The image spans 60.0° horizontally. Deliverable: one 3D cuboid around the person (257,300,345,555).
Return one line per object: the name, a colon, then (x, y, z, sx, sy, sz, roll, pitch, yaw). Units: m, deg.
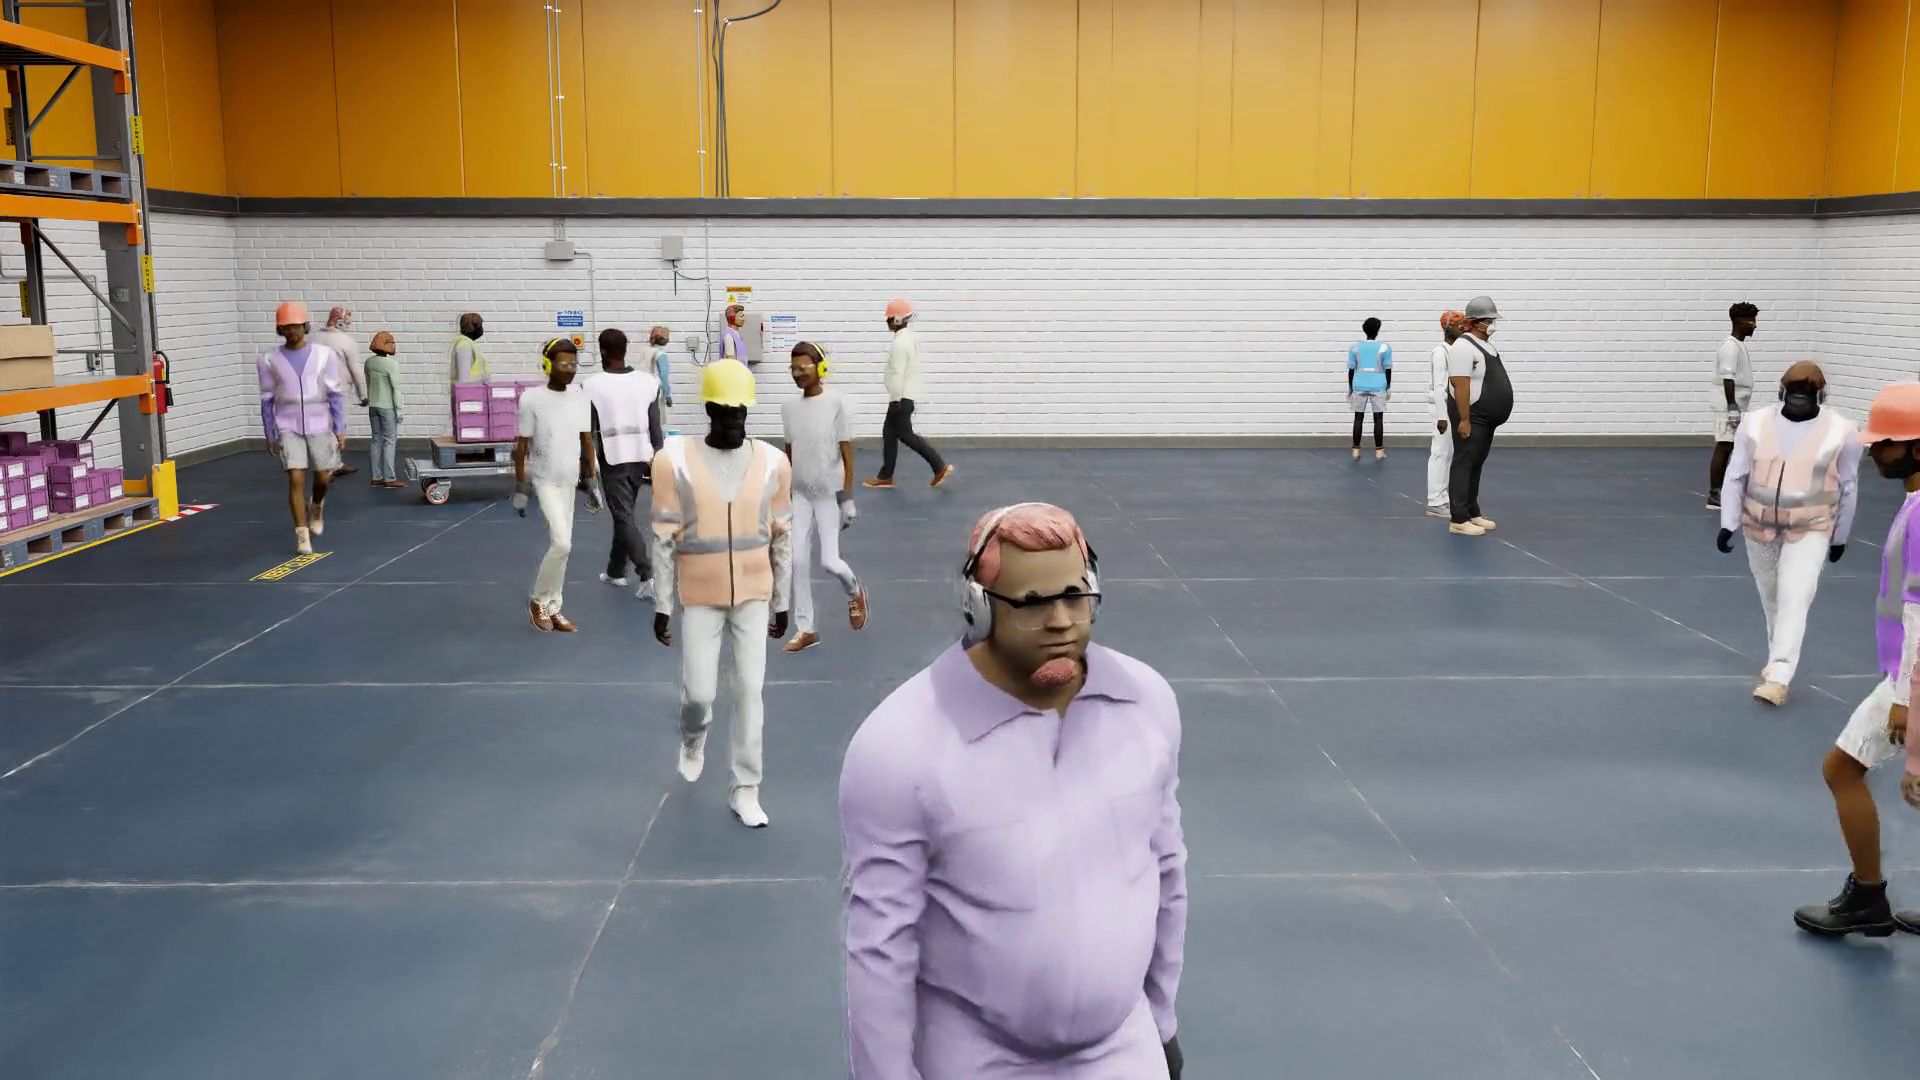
person: (-5.296, -0.917, 13.381, 0.615, 2.025, 0.716, -4, 10, -25)

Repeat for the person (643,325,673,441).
person: (-3.506, -1.678, 19.275, 0.358, 1.617, 0.537, -5, 11, -30)

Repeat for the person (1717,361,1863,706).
person: (4.413, -0.057, 8.861, 0.618, 1.792, 1.019, 9, 13, 43)

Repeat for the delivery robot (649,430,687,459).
delivery robot: (-3.031, -0.928, 17.659, 0.707, 0.478, 0.477, 1, 9, 5)

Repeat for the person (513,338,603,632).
person: (-2.503, -0.323, 10.330, 0.468, 1.845, 0.488, 7, 11, 36)

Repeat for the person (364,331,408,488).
person: (-5.973, -1.350, 17.268, 0.494, 1.624, 0.280, 5, 11, 30)

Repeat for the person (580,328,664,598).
person: (-2.340, -0.543, 11.595, 0.594, 1.872, 0.988, -8, 12, -40)

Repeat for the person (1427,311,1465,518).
person: (4.482, -1.153, 15.270, 0.355, 1.882, 0.576, 5, 11, 29)

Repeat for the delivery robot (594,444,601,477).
delivery robot: (-3.658, -0.860, 17.242, 0.707, 0.478, 0.477, -2, 9, -15)

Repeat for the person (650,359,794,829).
person: (-0.984, 0.200, 6.881, 0.609, 1.911, 0.623, -3, 10, -20)

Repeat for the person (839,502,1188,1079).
person: (0.128, 0.871, 2.832, 0.668, 1.887, 0.441, -4, 10, -24)

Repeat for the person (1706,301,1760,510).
person: (7.291, -1.265, 15.723, 0.368, 1.963, 0.609, 6, 11, 32)

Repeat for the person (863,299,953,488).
person: (-0.529, -1.489, 17.084, 0.895, 1.968, 0.622, 1, 9, 7)

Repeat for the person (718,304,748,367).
person: (-2.692, -1.864, 19.738, 0.390, 1.846, 0.565, -1, 9, -5)

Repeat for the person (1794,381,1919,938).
person: (3.122, 0.431, 5.502, 0.731, 1.897, 0.587, 6, 11, 34)

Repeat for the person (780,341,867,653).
person: (-0.819, -0.271, 9.969, 0.530, 1.850, 0.635, 4, 10, 25)

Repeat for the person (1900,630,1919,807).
person: (2.992, 0.646, 4.708, 0.540, 1.738, 0.751, 4, 10, 22)

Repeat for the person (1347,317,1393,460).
person: (4.877, -1.798, 19.788, 0.539, 1.695, 0.318, 4, 10, 25)

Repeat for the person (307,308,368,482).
person: (-6.662, -1.547, 17.799, 0.697, 1.850, 0.718, 4, 10, 24)

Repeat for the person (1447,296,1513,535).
person: (4.471, -1.074, 14.295, 0.537, 2.000, 0.679, 6, 11, 32)

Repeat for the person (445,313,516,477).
person: (-5.267, -1.558, 18.028, 0.957, 1.796, 0.636, -3, 10, -17)
